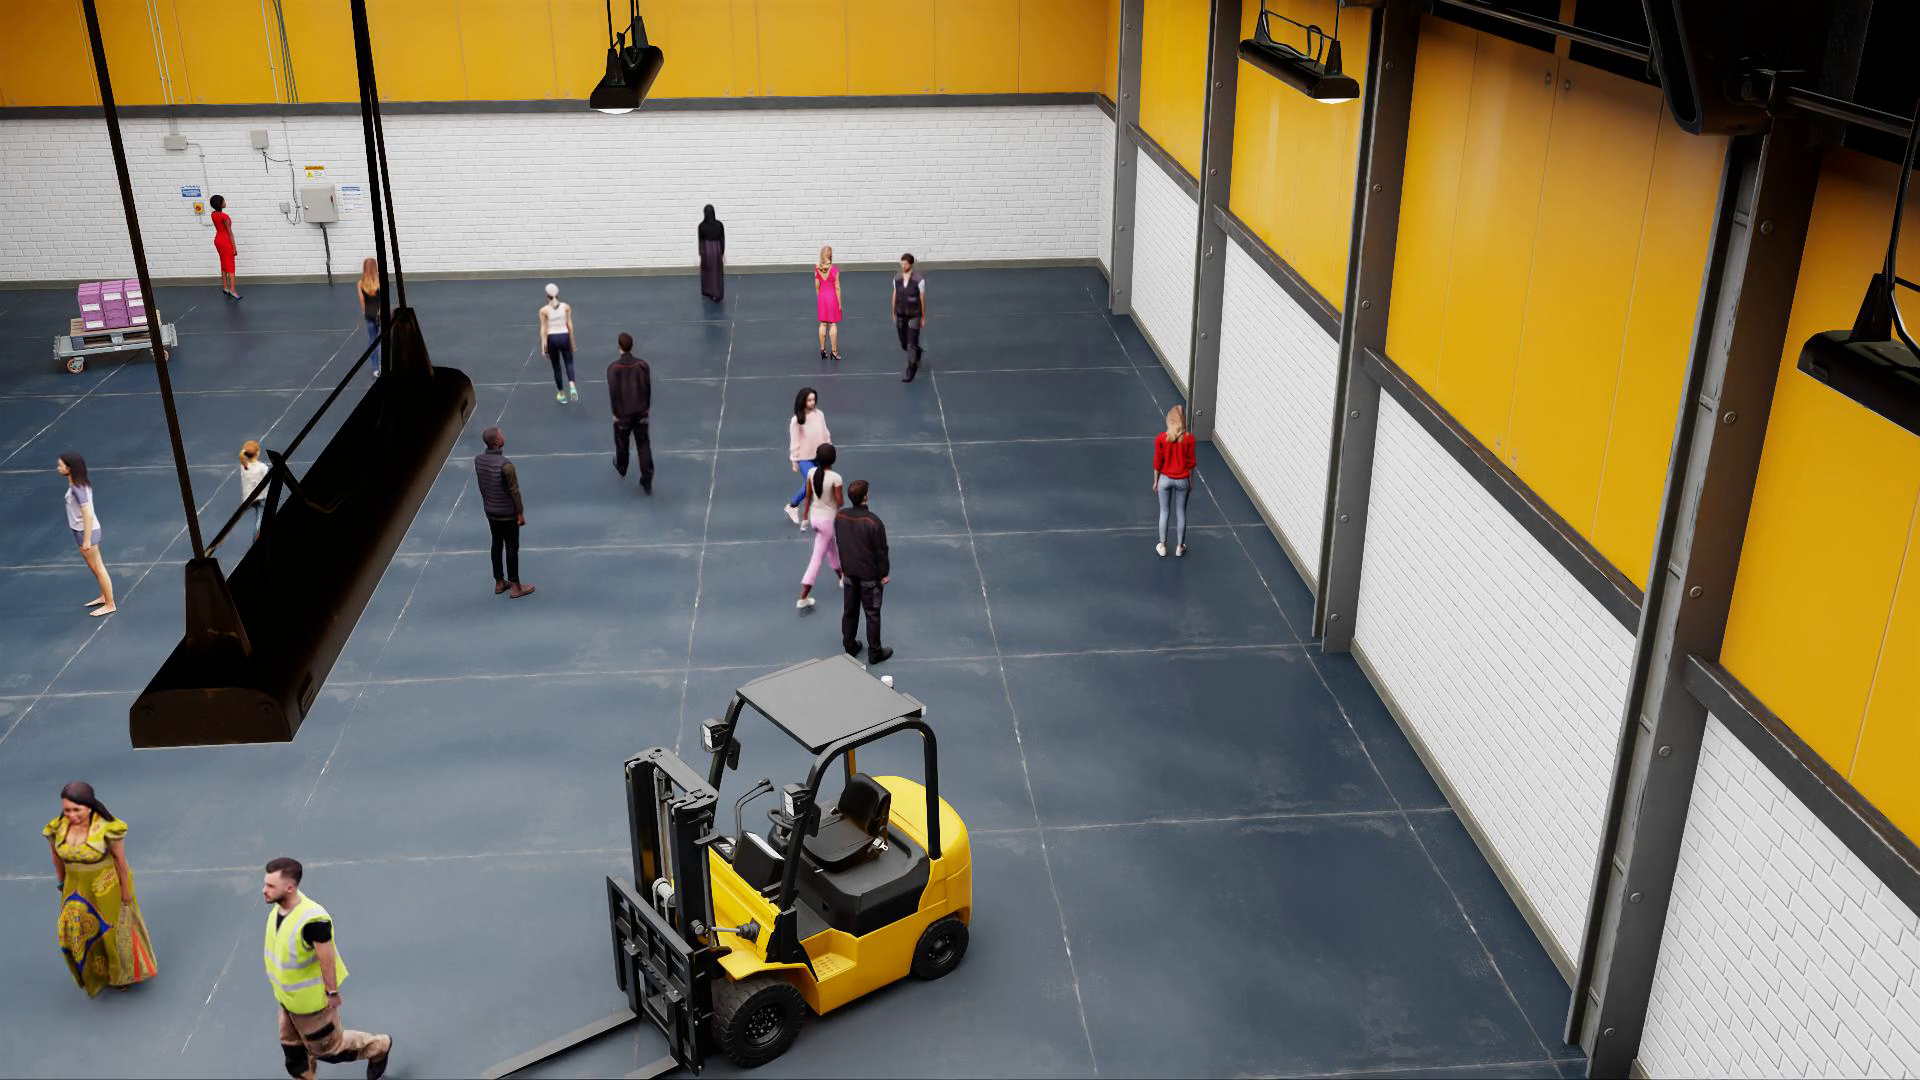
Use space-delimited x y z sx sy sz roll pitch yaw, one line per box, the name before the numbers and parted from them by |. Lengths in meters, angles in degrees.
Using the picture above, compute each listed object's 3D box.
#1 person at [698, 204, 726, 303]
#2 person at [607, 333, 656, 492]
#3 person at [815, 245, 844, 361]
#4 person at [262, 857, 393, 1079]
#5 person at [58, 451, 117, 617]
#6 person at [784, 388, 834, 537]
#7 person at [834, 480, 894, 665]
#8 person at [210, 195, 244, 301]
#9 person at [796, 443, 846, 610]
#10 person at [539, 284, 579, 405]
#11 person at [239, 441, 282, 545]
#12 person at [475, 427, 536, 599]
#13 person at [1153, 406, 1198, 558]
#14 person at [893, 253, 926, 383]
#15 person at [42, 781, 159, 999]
person | -4.121 -4.756 27.615 0.667 1.612 0.913 -4 24 -9
person | -3.891 -1.484 19.815 0.995 1.864 1.288 -11 26 -24
person | -1.958 -3.525 24.655 0.662 1.728 0.694 12 26 25
person | -3.973 2.719 10.247 1.083 1.827 1.127 21 31 39
person | -8.808 -0.083 16.773 0.719 1.733 0.595 -14 27 -29
person | -1.724 -0.885 18.613 1.073 1.730 1.203 -20 31 -38
person | -0.932 0.294 15.779 0.795 1.839 0.791 12 26 26
person | -12.282 -4.895 27.774 0.639 1.740 0.679 15 28 30
person | -1.436 -0.106 16.890 1.108 1.683 1.196 16 28 32
person | -5.439 -2.639 22.670 0.799 1.694 0.945 -11 26 -24
person | -7.660 -0.412 18.082 0.674 1.287 0.959 5 24 11
person | -4.723 -0.296 17.133 0.780 1.836 0.801 14 27 29
person | 2.325 -0.637 18.076 0.647 1.705 0.556 2 24 4
person | -0.678 -3.220 23.830 0.959 1.829 1.126 10 26 23
person | -5.874 2.322 11.380 0.719 1.646 0.804 -3 24 -6
